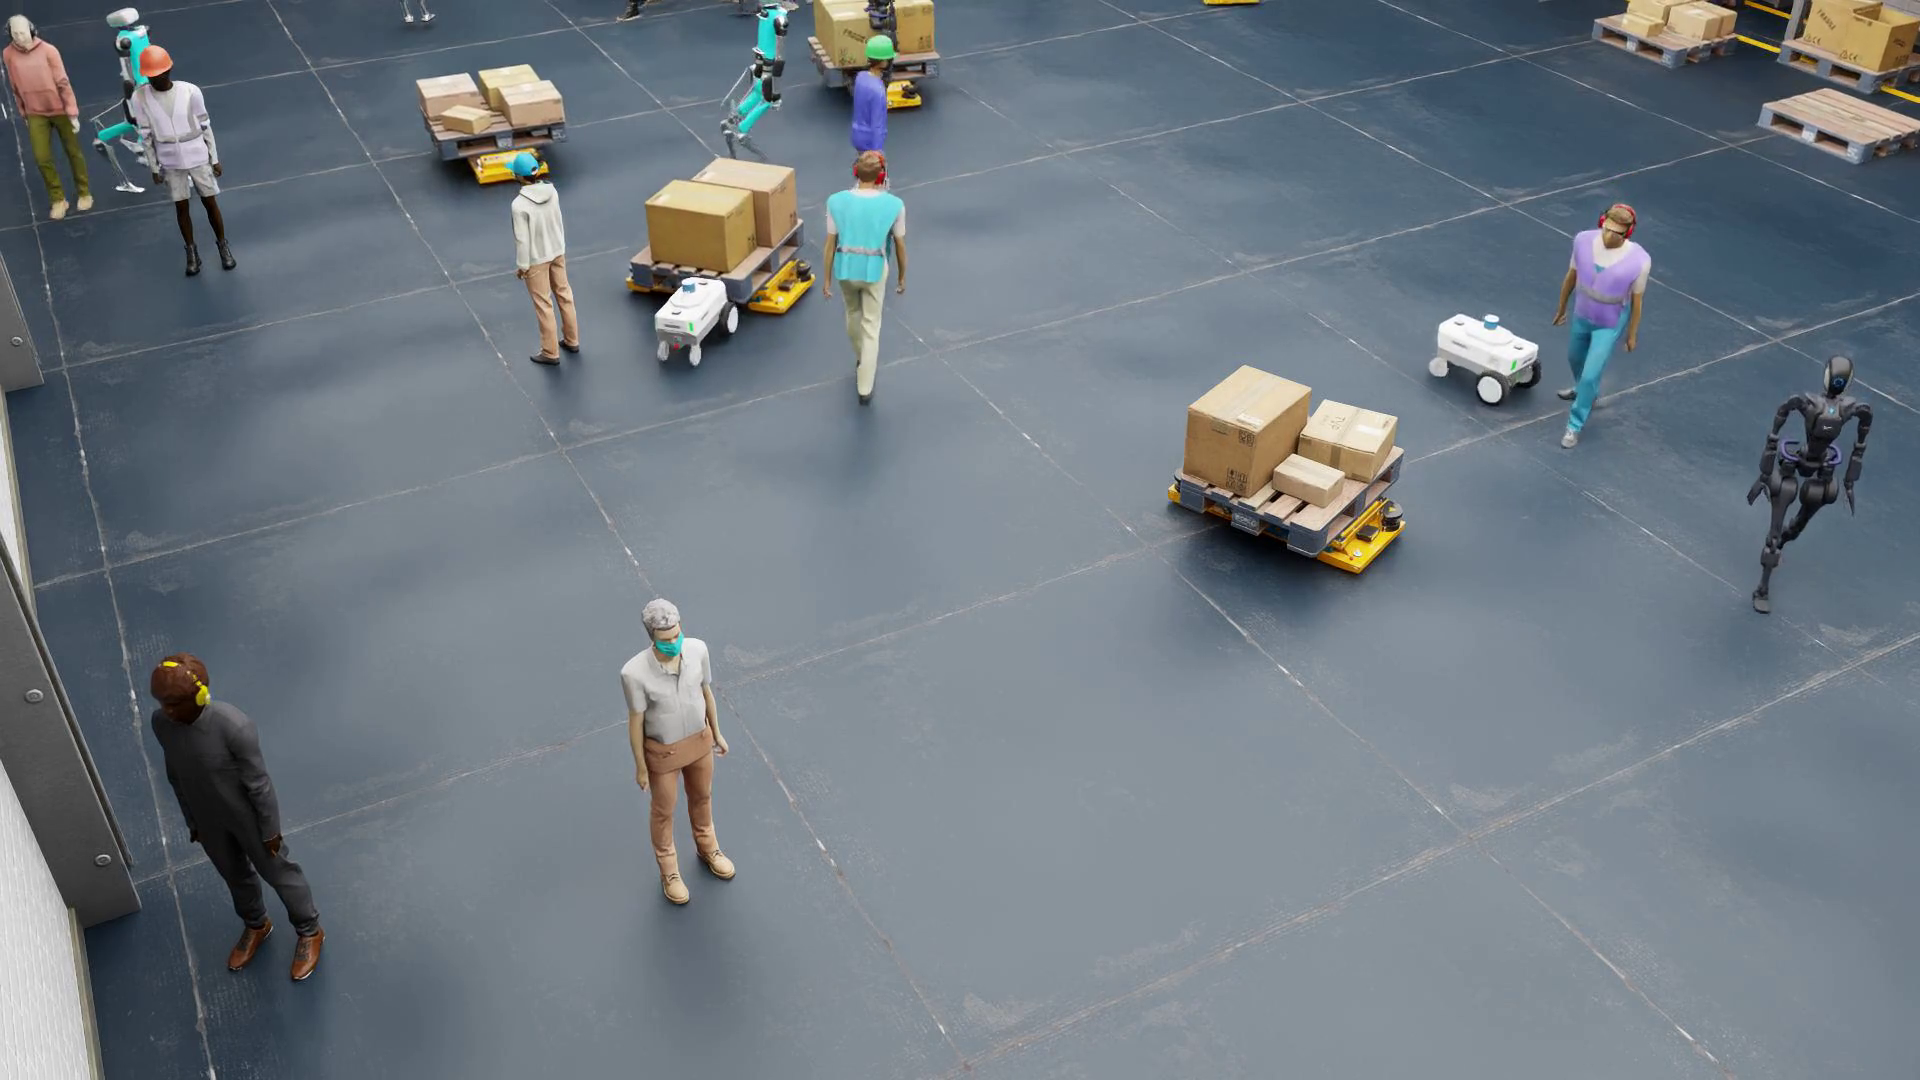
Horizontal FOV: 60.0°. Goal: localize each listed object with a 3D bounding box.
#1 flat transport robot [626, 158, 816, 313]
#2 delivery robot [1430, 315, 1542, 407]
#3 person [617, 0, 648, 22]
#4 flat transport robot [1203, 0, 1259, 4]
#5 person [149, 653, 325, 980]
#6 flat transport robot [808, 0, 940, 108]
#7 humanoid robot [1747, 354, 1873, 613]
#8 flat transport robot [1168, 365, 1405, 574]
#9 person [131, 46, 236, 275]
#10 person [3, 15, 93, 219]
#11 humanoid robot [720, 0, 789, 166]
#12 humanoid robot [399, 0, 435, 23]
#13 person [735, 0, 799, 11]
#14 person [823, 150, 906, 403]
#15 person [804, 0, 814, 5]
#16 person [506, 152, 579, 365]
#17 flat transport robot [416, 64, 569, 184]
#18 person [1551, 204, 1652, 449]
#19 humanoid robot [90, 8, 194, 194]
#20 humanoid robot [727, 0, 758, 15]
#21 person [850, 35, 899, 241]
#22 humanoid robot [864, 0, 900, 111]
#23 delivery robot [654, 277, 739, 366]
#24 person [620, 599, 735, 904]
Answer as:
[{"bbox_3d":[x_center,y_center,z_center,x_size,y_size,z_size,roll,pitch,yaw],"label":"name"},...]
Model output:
[{"bbox_3d":[-1.990,-2.199,13.855,1.431,0.231,0.659,11,37,16],"label":"flat transport robot"},{"bbox_3d":[3.944,-1.382,12.450,0.499,0.606,0.807,-27,43,-33],"label":"delivery robot"},{"bbox_3d":[-3.877,-7.038,19.300,0.456,1.944,0.646,-26,43,-32],"label":"person"},{"bbox_3d":[3.249,-6.942,20.627,0.659,0.231,1.431,-2,35,-3],"label":"flat transport robot"},{"bbox_3d":[-3.297,1.249,7.545,0.490,1.866,0.353,7,36,10],"label":"person"},{"bbox_3d":[-0.915,-4.936,17.764,0.659,0.231,1.431,-9,36,-13],"label":"flat transport robot"},{"bbox_3d":[5.147,-0.398,10.111,0.599,1.643,0.780,9,36,12],"label":"humanoid robot"},{"bbox_3d":[2.165,-0.241,11.060,1.431,0.231,0.659,24,42,30],"label":"flat transport robot"},{"bbox_3d":[-6.413,-3.133,13.738,0.550,1.933,0.363,-13,37,-18],"label":"person"},{"bbox_3d":[-8.051,-3.733,14.703,0.530,1.808,0.626,-7,36,-11],"label":"person"},{"bbox_3d":[-1.972,-4.147,15.356,0.838,1.798,0.554,-15,38,-21],"label":"humanoid robot"},{"bbox_3d":[-6.342,-6.713,18.905,0.533,1.677,0.735,-2,35,-2],"label":"humanoid robot"},{"bbox_3d":[-2.444,-7.224,19.667,0.987,1.841,0.600,9,36,13],"label":"person"},{"bbox_3d":[-0.687,-1.964,12.199,0.599,1.785,0.881,5,35,6],"label":"person"},{"bbox_3d":[-1.614,-7.344,19.758,0.566,1.937,0.460,13,37,18],"label":"person"},{"bbox_3d":[-3.140,-2.114,12.508,0.375,1.675,0.461,20,40,26],"label":"person"},{"bbox_3d":[-4.512,-3.856,16.221,0.659,0.231,1.431,-15,38,-20],"label":"flat transport robot"},{"bbox_3d":[4.483,-1.577,11.642,0.695,1.803,0.655,-23,41,-29],"label":"person"},{"bbox_3d":[-7.518,-3.910,15.033,1.040,1.739,0.561,0,35,0],"label":"humanoid robot"},{"bbox_3d":[-2.534,-6.968,19.453,0.615,1.627,0.616,-9,36,-12],"label":"humanoid robot"},{"bbox_3d":[-0.796,-3.374,14.167,0.586,1.850,0.491,-16,38,-22],"label":"person"},{"bbox_3d":[-0.812,-5.212,16.947,0.350,1.656,0.608,-15,38,-20],"label":"humanoid robot"},{"bbox_3d":[-2.085,-1.750,12.973,0.499,0.603,0.803,9,36,13],"label":"delivery robot"},{"bbox_3d":[-1.355,0.998,8.002,0.487,1.747,0.316,-24,42,-30],"label":"person"}]
